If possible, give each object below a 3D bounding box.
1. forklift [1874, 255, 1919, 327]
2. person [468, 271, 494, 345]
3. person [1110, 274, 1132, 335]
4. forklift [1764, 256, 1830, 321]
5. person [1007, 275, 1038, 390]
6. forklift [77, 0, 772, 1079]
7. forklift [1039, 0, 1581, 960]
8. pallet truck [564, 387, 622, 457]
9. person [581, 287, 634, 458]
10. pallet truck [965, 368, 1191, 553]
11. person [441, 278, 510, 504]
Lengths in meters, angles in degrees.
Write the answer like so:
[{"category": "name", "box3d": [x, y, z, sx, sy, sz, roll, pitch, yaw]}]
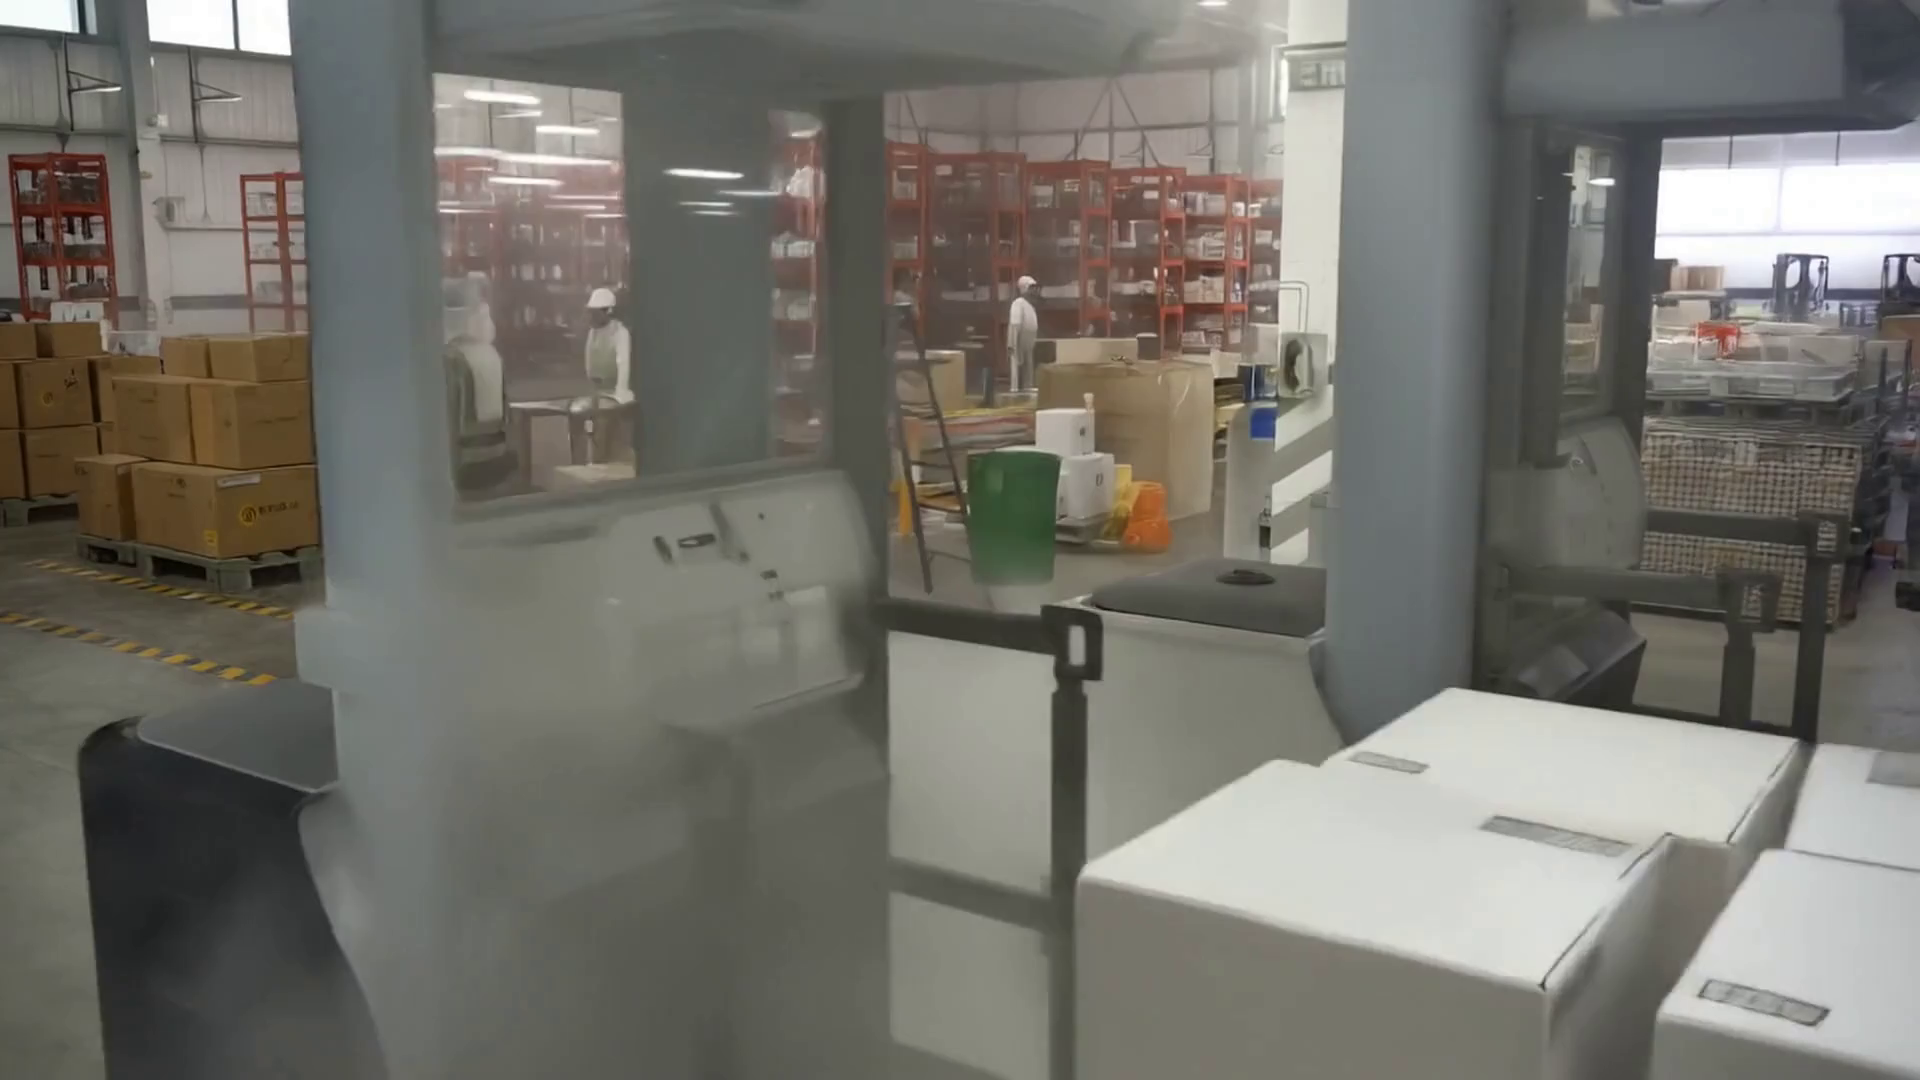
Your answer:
[{"category": "forklift", "box3d": [22.089, -5.634, 38.796, 1.157, 1.987, 2.680, 6, 11, 33]}, {"category": "person", "box3d": [-6.330, -2.534, 21.576, 0.650, 1.887, 0.665, -1, 10, -7]}, {"category": "person", "box3d": [3.023, -4.107, 31.119, 0.404, 1.830, 0.602, -5, 11, -26]}, {"category": "forklift", "box3d": [20.253, -5.854, 40.139, 1.157, 1.987, 2.680, 7, 12, 35]}, {"category": "person", "box3d": [0.790, -2.375, 20.759, 0.384, 1.845, 0.570, 2, 10, 13]}, {"category": "forklift", "box3d": [-0.767, 0.064, 3.164, 1.873, 2.768, 1.129, 7, 12, 35]}, {"category": "forklift", "box3d": [1.249, -0.137, 4.360, 1.873, 2.768, 1.129, 7, 12, 35]}, {"category": "pallet truck", "box3d": [-1.981, -0.274, 10.088, 0.680, 1.201, 1.601, -5, 11, -28]}, {"category": "person", "box3d": [-3.193, -1.435, 15.362, 0.597, 1.788, 0.957, 8, 13, 40]}, {"category": "pallet truck", "box3d": [0.845, -0.609, 11.869, 1.630, 1.274, 0.653, 7, 12, 35]}, {"category": "person", "box3d": [-2.647, -0.394, 8.720, 0.697, 1.922, 0.649, 3, 10, 17]}]
